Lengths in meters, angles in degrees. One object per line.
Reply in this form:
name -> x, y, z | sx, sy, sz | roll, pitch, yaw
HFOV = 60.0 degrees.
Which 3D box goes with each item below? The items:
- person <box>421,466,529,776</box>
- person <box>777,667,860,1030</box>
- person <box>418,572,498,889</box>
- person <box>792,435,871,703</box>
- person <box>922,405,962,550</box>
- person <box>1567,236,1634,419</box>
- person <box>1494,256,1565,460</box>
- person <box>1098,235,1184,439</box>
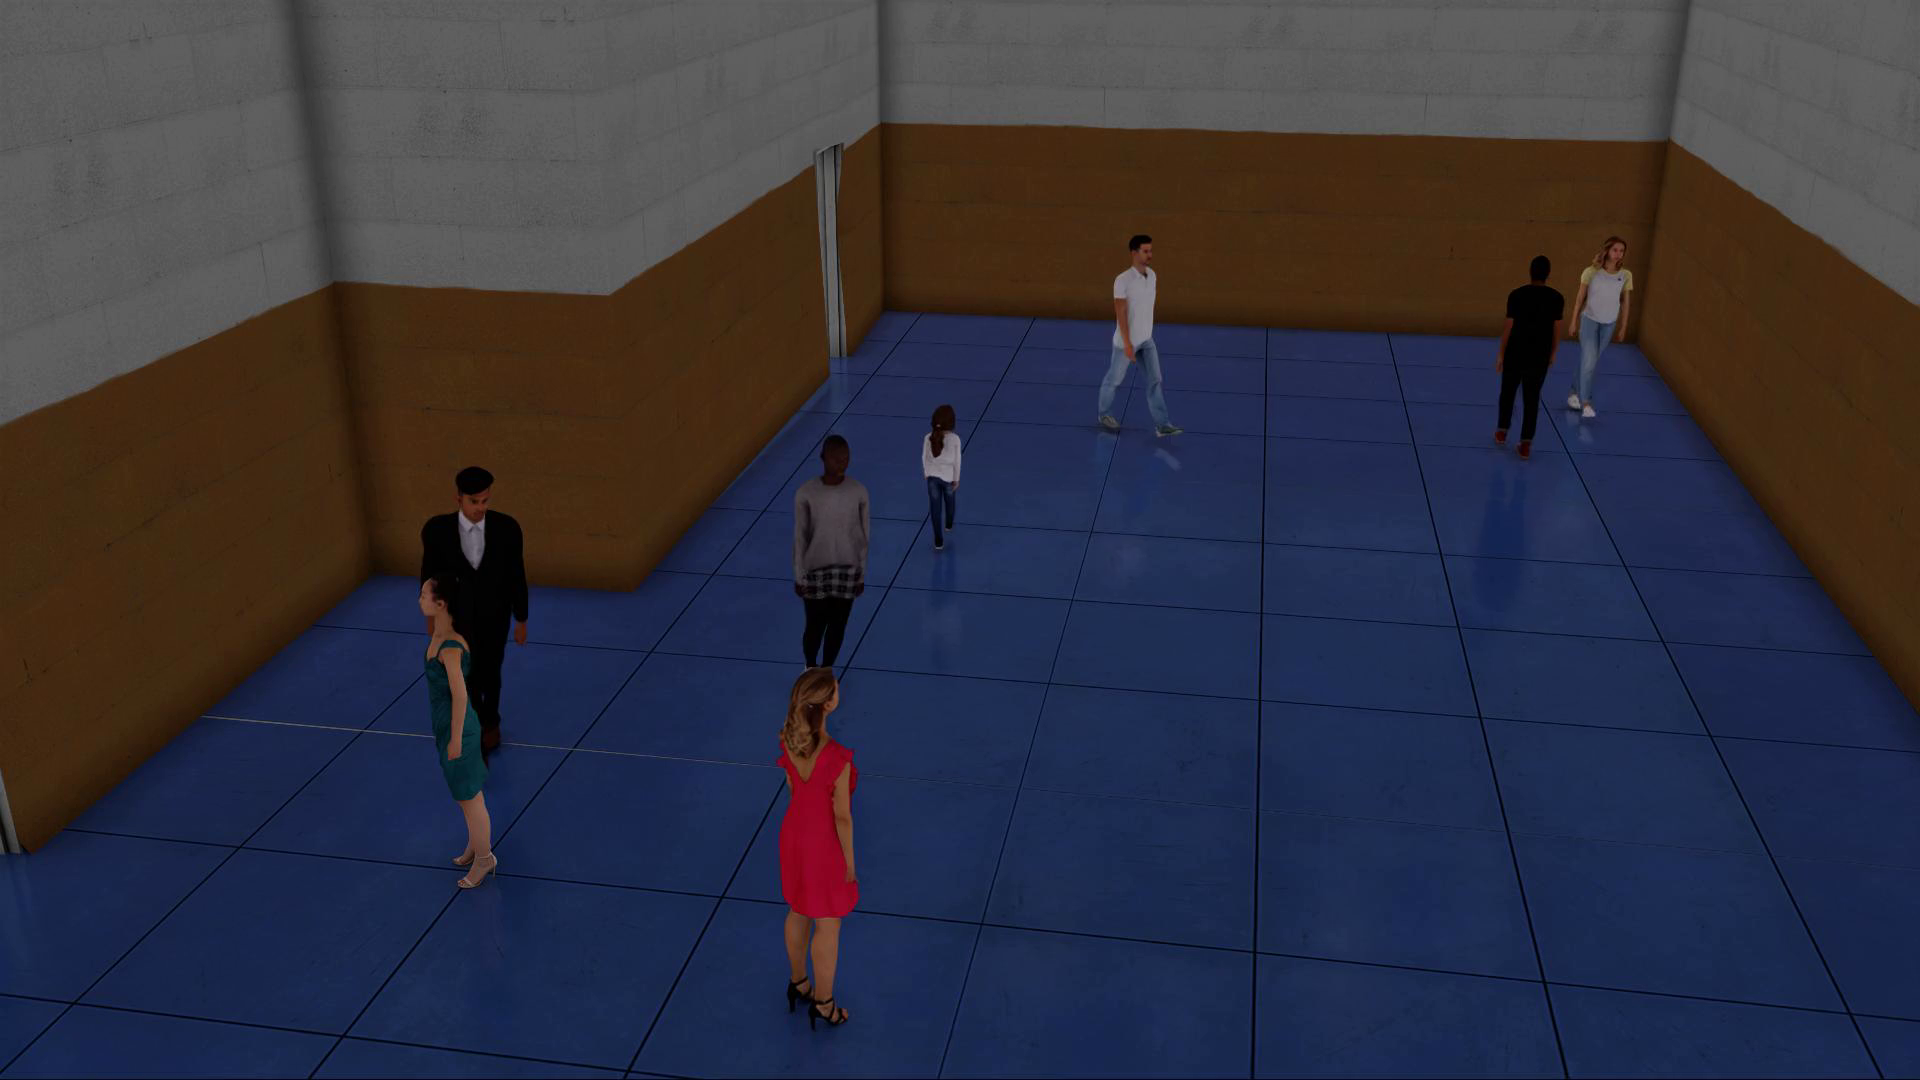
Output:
person -> -2.770, 0.397, 9.473 | 1.070, 1.823, 1.068 | -6, 23, -14
person -> -0.641, 1.342, 7.258 | 0.641, 1.721, 0.729 | 19, 29, 40
person -> -2.509, 0.945, 8.291 | 0.641, 1.687, 0.630 | -8, 23, -19
person -> -0.806, 0.170, 10.142 | 0.704, 1.745, 0.794 | -3, 22, -7
person -> -0.144, -0.464, 12.611 | 0.765, 1.079, 0.600 | 0, 22, -1
person -> 5.971, -2.025, 15.657 | 0.946, 1.689, 0.810 | 1, 22, 2
person -> 4.940, -1.560, 14.464 | 0.784, 1.731, 0.742 | 4, 22, 10
person -> 1.497, -1.813, 14.991 | 1.179, 1.808, 1.245 | -15, 26, -33
